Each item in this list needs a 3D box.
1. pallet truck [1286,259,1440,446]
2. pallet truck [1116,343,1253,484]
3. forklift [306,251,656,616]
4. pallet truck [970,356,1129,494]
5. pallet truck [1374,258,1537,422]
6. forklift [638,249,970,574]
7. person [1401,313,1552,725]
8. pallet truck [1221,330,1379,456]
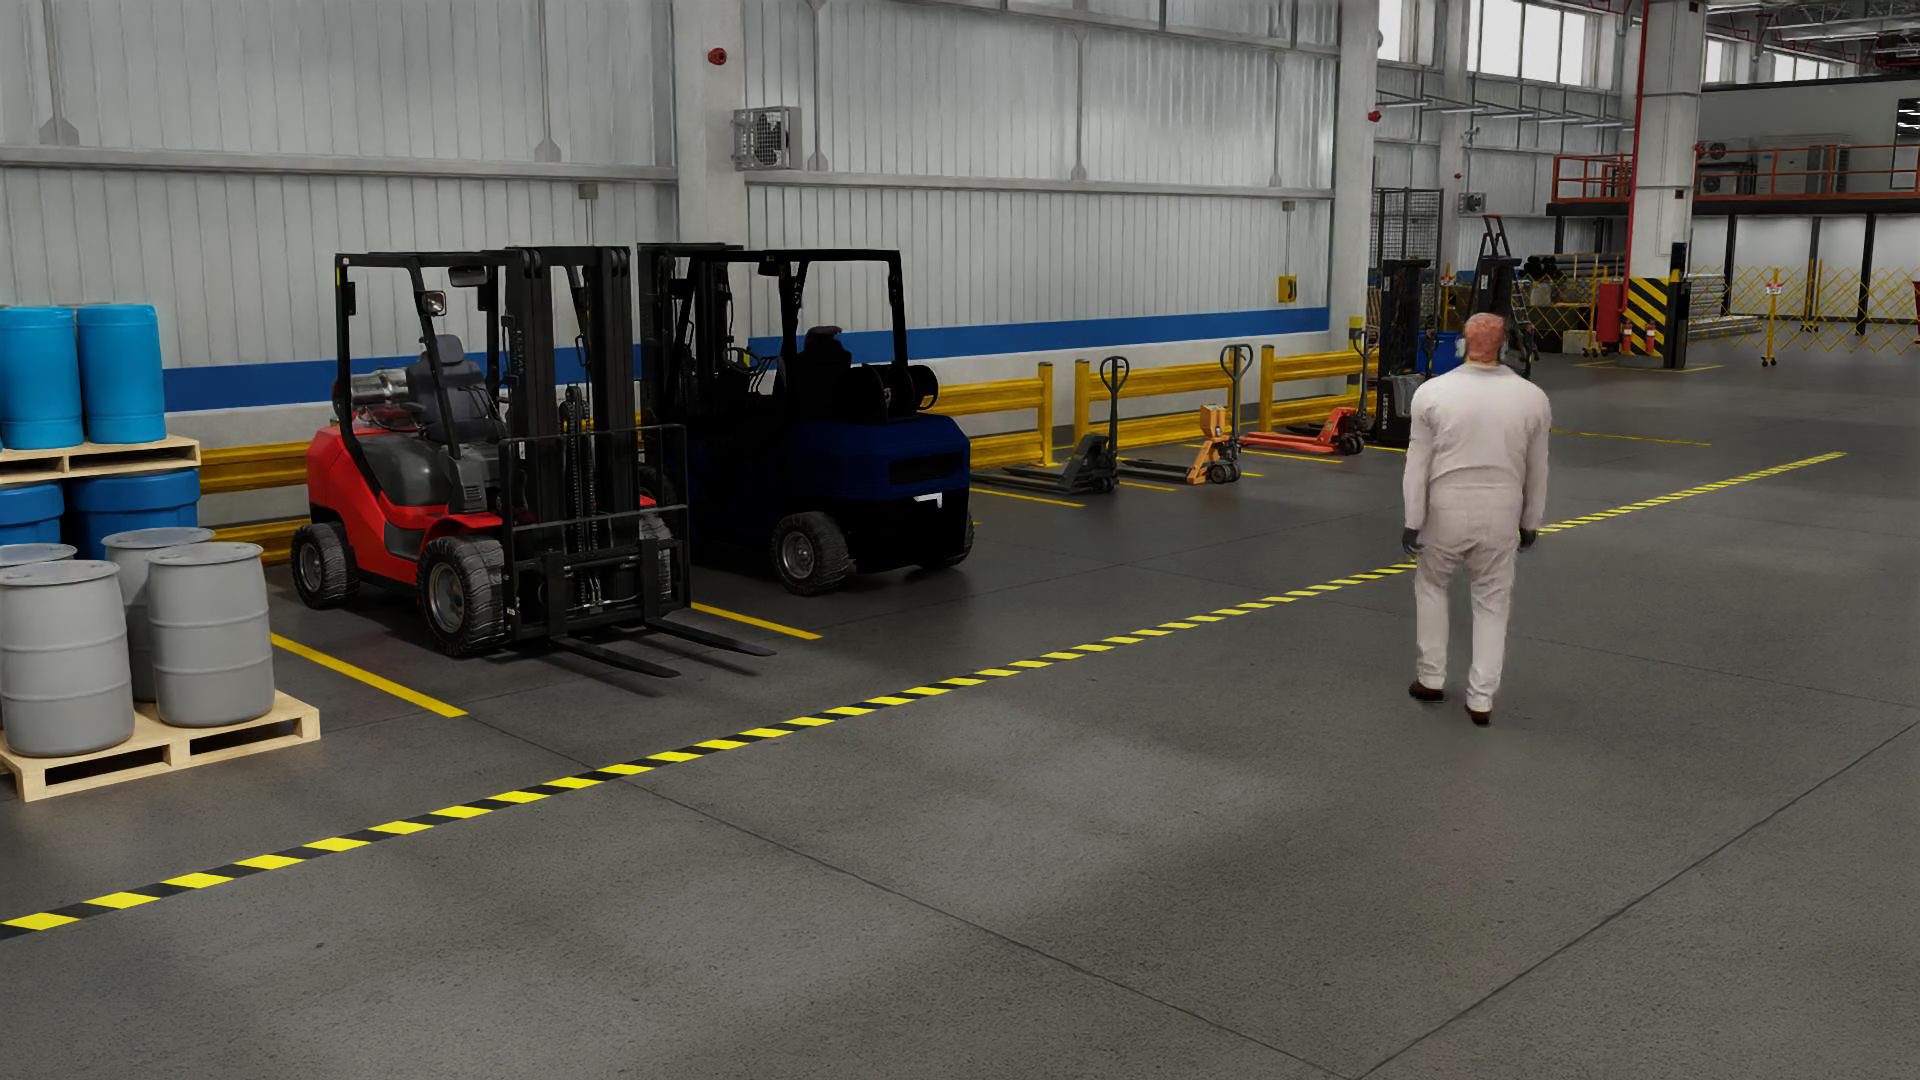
[{"bbox_3d":[4.493,-2.078,18.196,0.823,1.965,1.885,-9,14,-40],"label":"pallet truck"},{"bbox_3d":[1.962,-1.215,15.415,1.522,1.261,0.704,10,14,43],"label":"pallet truck"},{"bbox_3d":[-2.833,-0.669,9.694,1.157,1.987,2.680,-10,14,-44],"label":"forklift"},{"bbox_3d":[0.784,-1.085,14.876,0.680,1.201,1.601,-10,14,-44],"label":"pallet truck"},{"bbox_3d":[5.704,-2.208,18.901,1.885,1.965,0.823,10,14,43],"label":"pallet truck"},{"bbox_3d":[-1.173,-0.958,11.239,2.680,1.987,1.157,10,14,43],"label":"forklift"},{"bbox_3d":[2.392,-0.115,7.806,0.673,1.879,0.729,1,10,5],"label":"person"},{"bbox_3d":[3.563,-1.581,17.381,0.653,1.274,1.630,-10,14,-44],"label":"pallet truck"}]
